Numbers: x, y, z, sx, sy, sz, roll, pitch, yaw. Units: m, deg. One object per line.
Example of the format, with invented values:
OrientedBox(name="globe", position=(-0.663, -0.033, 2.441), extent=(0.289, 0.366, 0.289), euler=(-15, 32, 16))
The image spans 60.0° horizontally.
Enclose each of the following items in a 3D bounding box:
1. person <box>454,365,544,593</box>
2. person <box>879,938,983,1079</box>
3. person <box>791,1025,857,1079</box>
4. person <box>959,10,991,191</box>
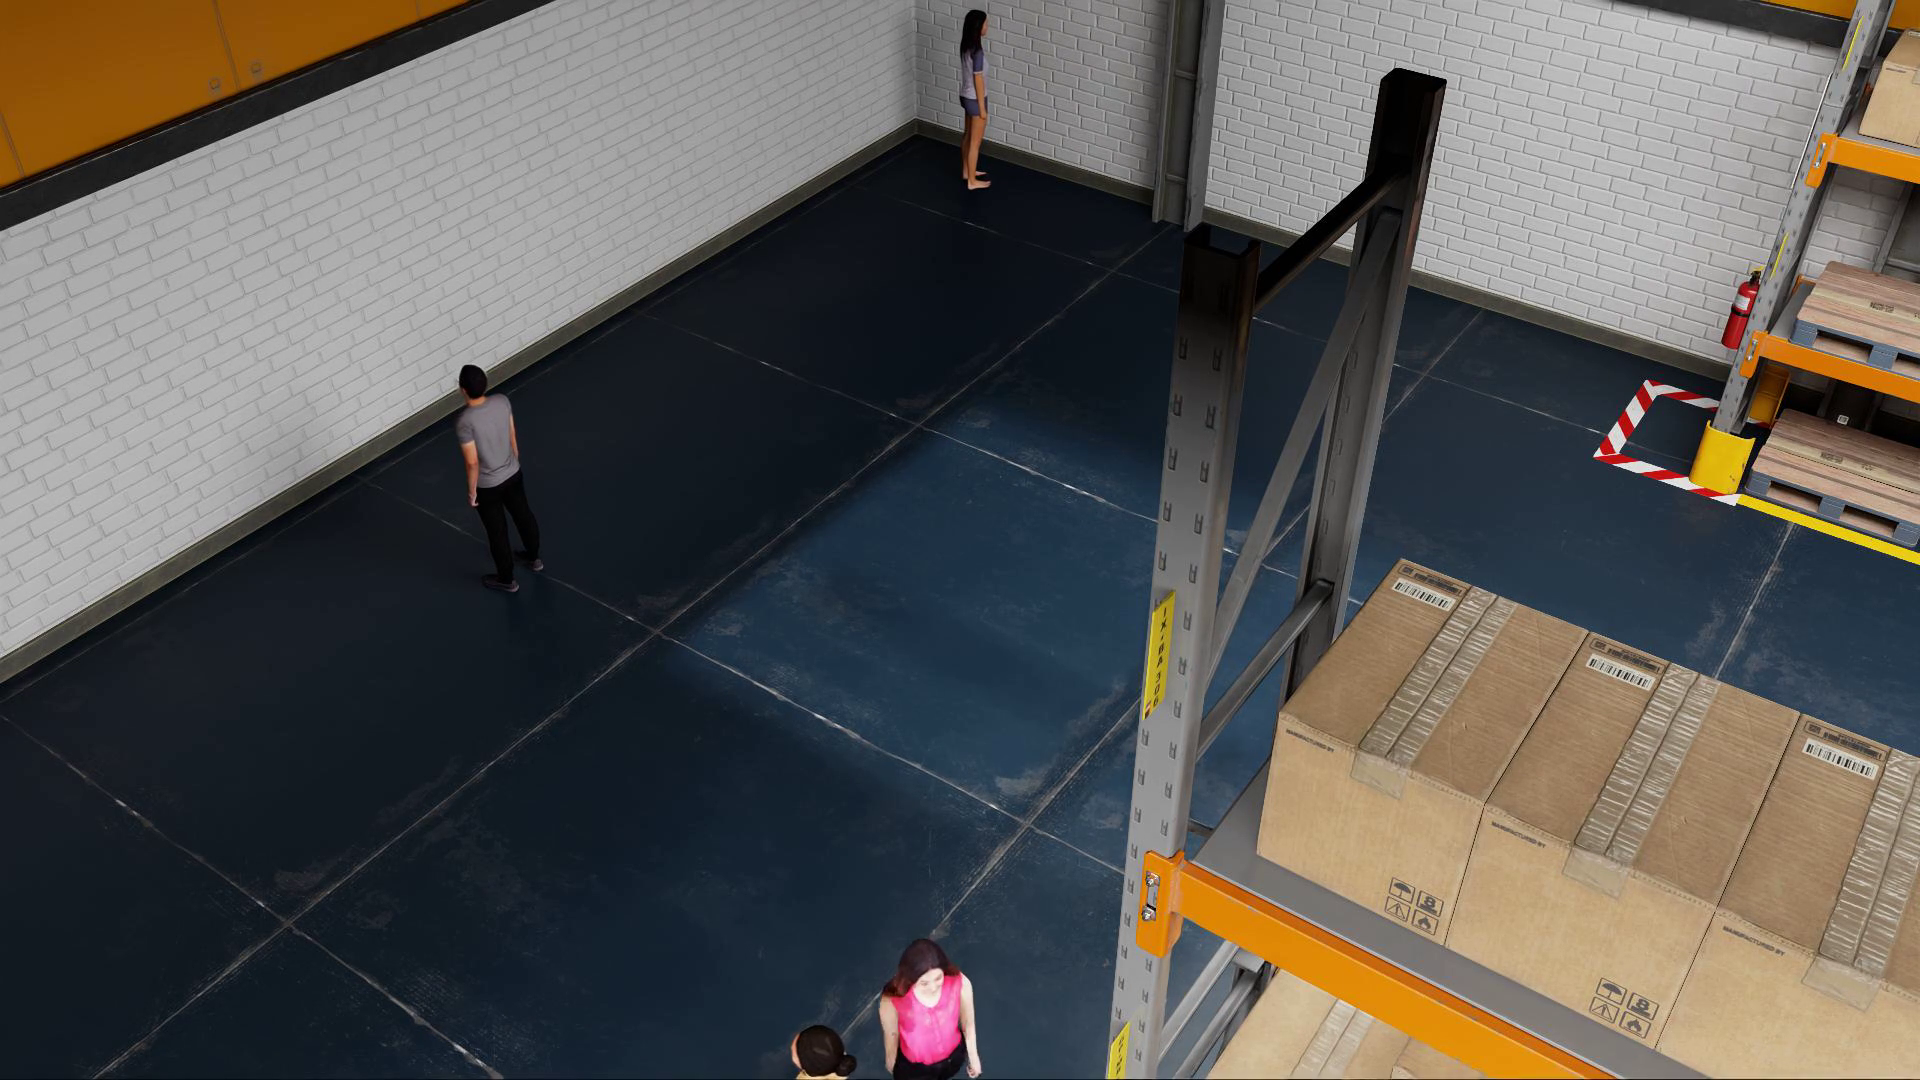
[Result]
OrientedBox(name="person", position=(-3.122, -0.433, 11.170), extent=(0.545, 1.754, 0.622), euler=(21, 43, 25))
OrientedBox(name="person", position=(-0.164, 2.376, 7.762), extent=(0.907, 1.619, 1.164), euler=(-18, 42, -21))
OrientedBox(name="person", position=(-0.594, 2.680, 7.353), extent=(0.645, 1.653, 0.651), euler=(9, 40, 11))
OrientedBox(name="person", position=(0.131, -4.220, 15.930), extent=(0.718, 1.733, 0.632), euler=(-11, 40, -14))
